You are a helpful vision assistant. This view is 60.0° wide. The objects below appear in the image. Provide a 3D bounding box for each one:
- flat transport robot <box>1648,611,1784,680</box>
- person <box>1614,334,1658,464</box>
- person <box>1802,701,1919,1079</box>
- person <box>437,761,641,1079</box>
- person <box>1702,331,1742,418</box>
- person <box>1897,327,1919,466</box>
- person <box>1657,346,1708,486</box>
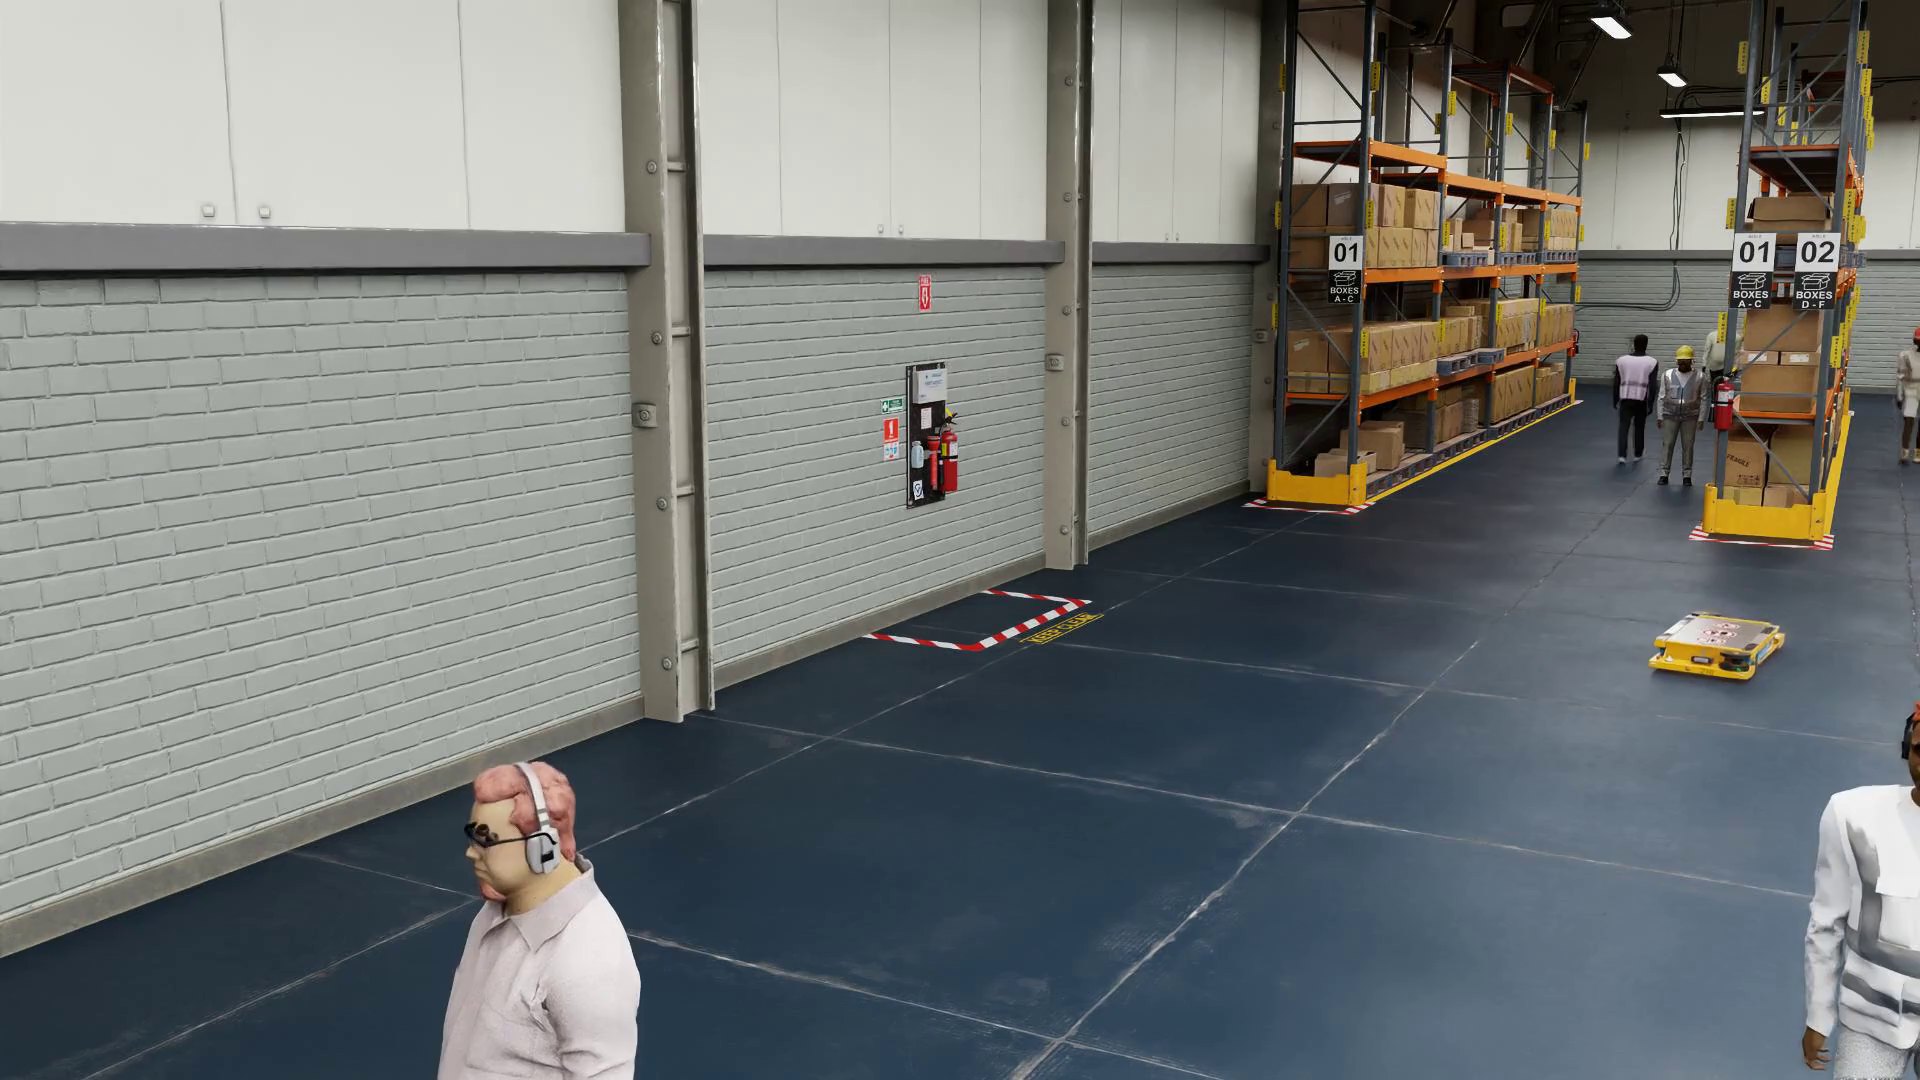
[{"bbox_3d":[5.626,0.766,12.327,0.652,0.197,1.431,7,12,35],"label":"flat transport robot"},{"bbox_3d":[9.749,-2.032,24.055,0.600,1.879,0.992,6,11,30],"label":"person"},{"bbox_3d":[2.563,1.309,4.441,0.574,1.881,0.358,5,11,27],"label":"person"},{"bbox_3d":[-0.951,1.418,3.732,0.411,1.908,0.643,-6,12,-33],"label":"person"},{"bbox_3d":[14.108,-3.225,30.788,0.613,1.959,0.961,8,12,38],"label":"person"},{"bbox_3d":[13.731,-2.052,23.772,0.640,1.989,1.015,5,11,29],"label":"person"},{"bbox_3d":[9.424,-1.622,21.743,0.599,1.832,0.404,5,11,25],"label":"person"}]
